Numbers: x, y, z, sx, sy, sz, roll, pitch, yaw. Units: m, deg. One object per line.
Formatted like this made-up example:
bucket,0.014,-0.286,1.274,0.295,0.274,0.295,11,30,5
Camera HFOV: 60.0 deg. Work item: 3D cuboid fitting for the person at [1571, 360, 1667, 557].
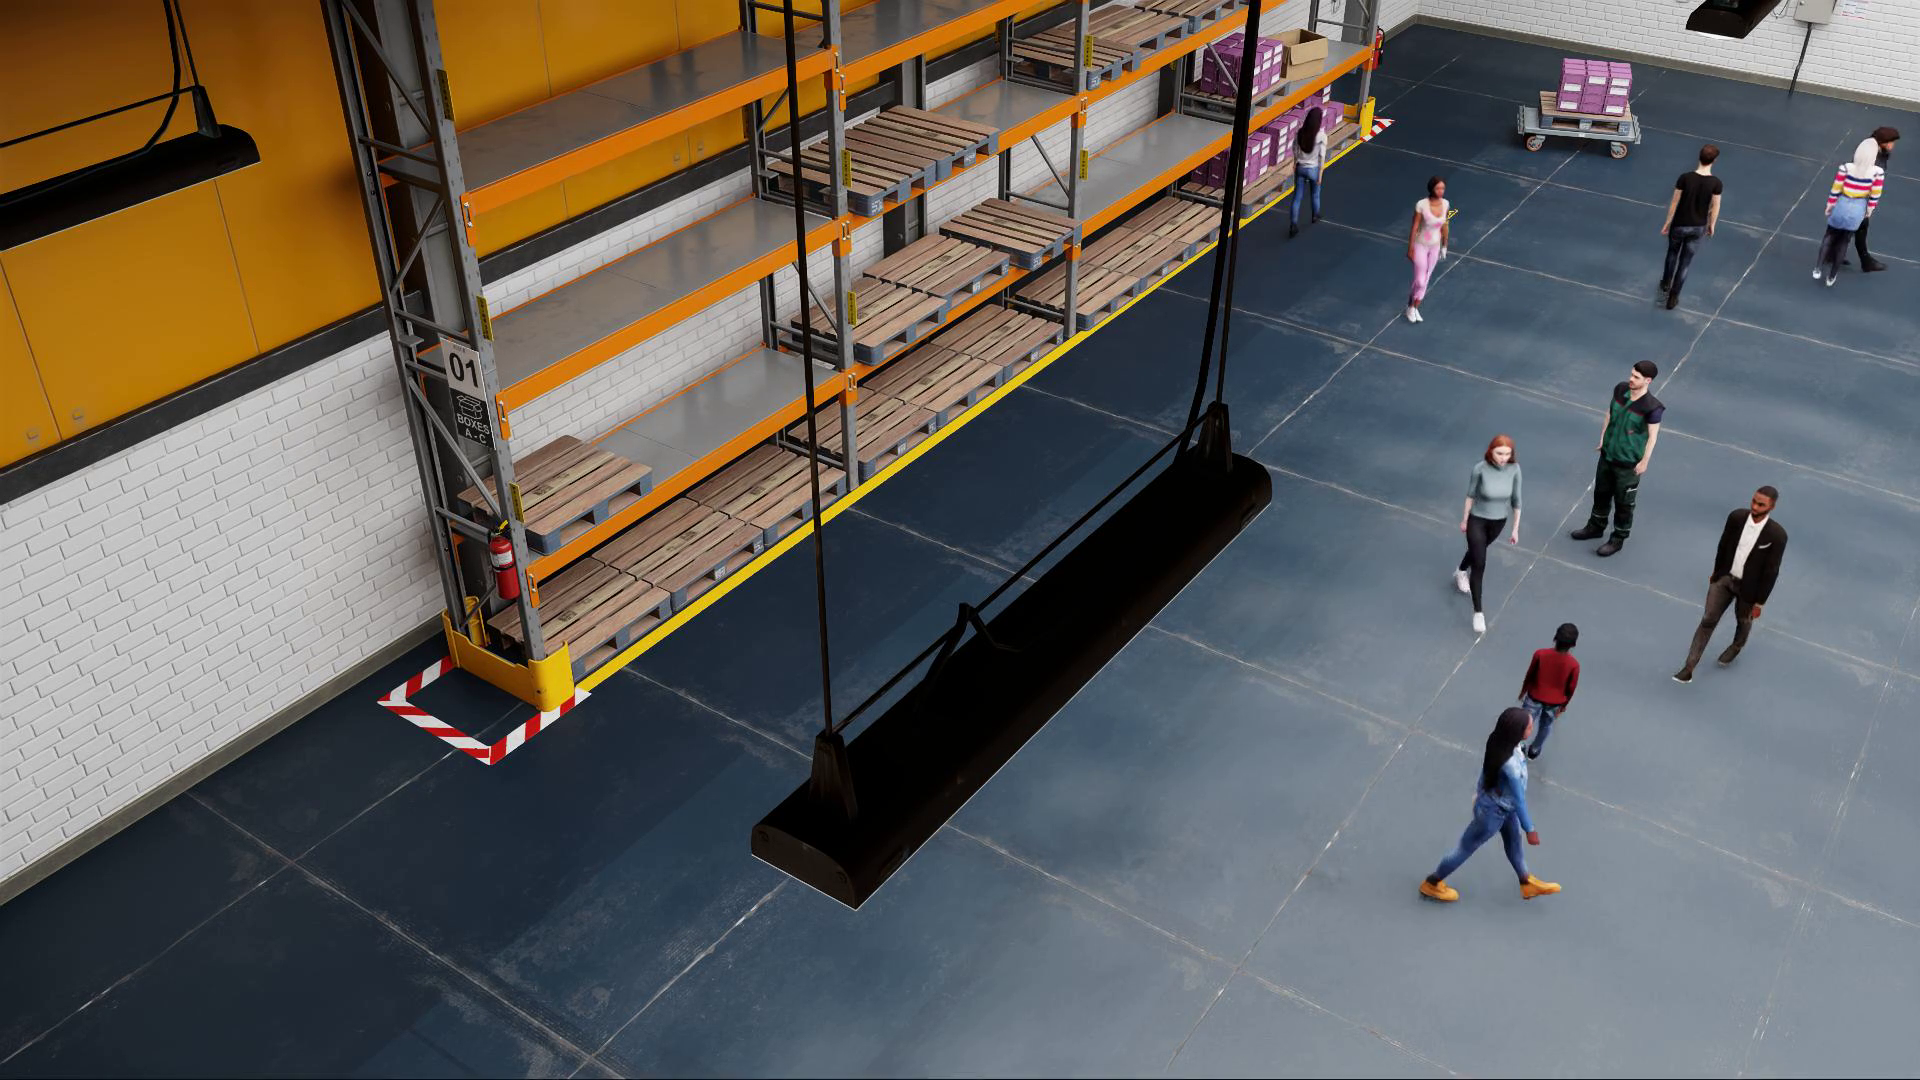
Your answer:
person,5.900,-0.752,14.780,0.746,1.899,0.763,-16,37,-23

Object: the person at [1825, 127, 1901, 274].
person,10.760,-4.102,19.956,0.693,1.748,0.852,22,39,29

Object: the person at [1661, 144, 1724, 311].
person,8.309,-3.538,18.998,0.796,1.869,1.018,15,37,22

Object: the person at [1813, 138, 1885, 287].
person,10.417,-3.818,19.481,0.685,1.801,0.597,15,36,21

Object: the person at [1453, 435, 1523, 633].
person,4.442,-0.162,14.080,1.021,1.692,1.211,0,34,1

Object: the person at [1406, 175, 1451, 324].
person,5.218,-3.310,18.777,0.700,1.734,0.774,-9,35,-14

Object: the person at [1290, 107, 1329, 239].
person,4.309,-4.561,20.783,0.646,1.597,0.973,19,38,26

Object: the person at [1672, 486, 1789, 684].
person,6.270,0.340,13.273,1.233,1.749,0.890,-25,41,-32

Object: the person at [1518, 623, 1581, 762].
person,4.382,1.194,12.443,0.588,1.244,0.687,12,35,17

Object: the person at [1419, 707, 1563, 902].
person,3.466,1.825,11.113,1.009,1.667,1.187,5,34,8
